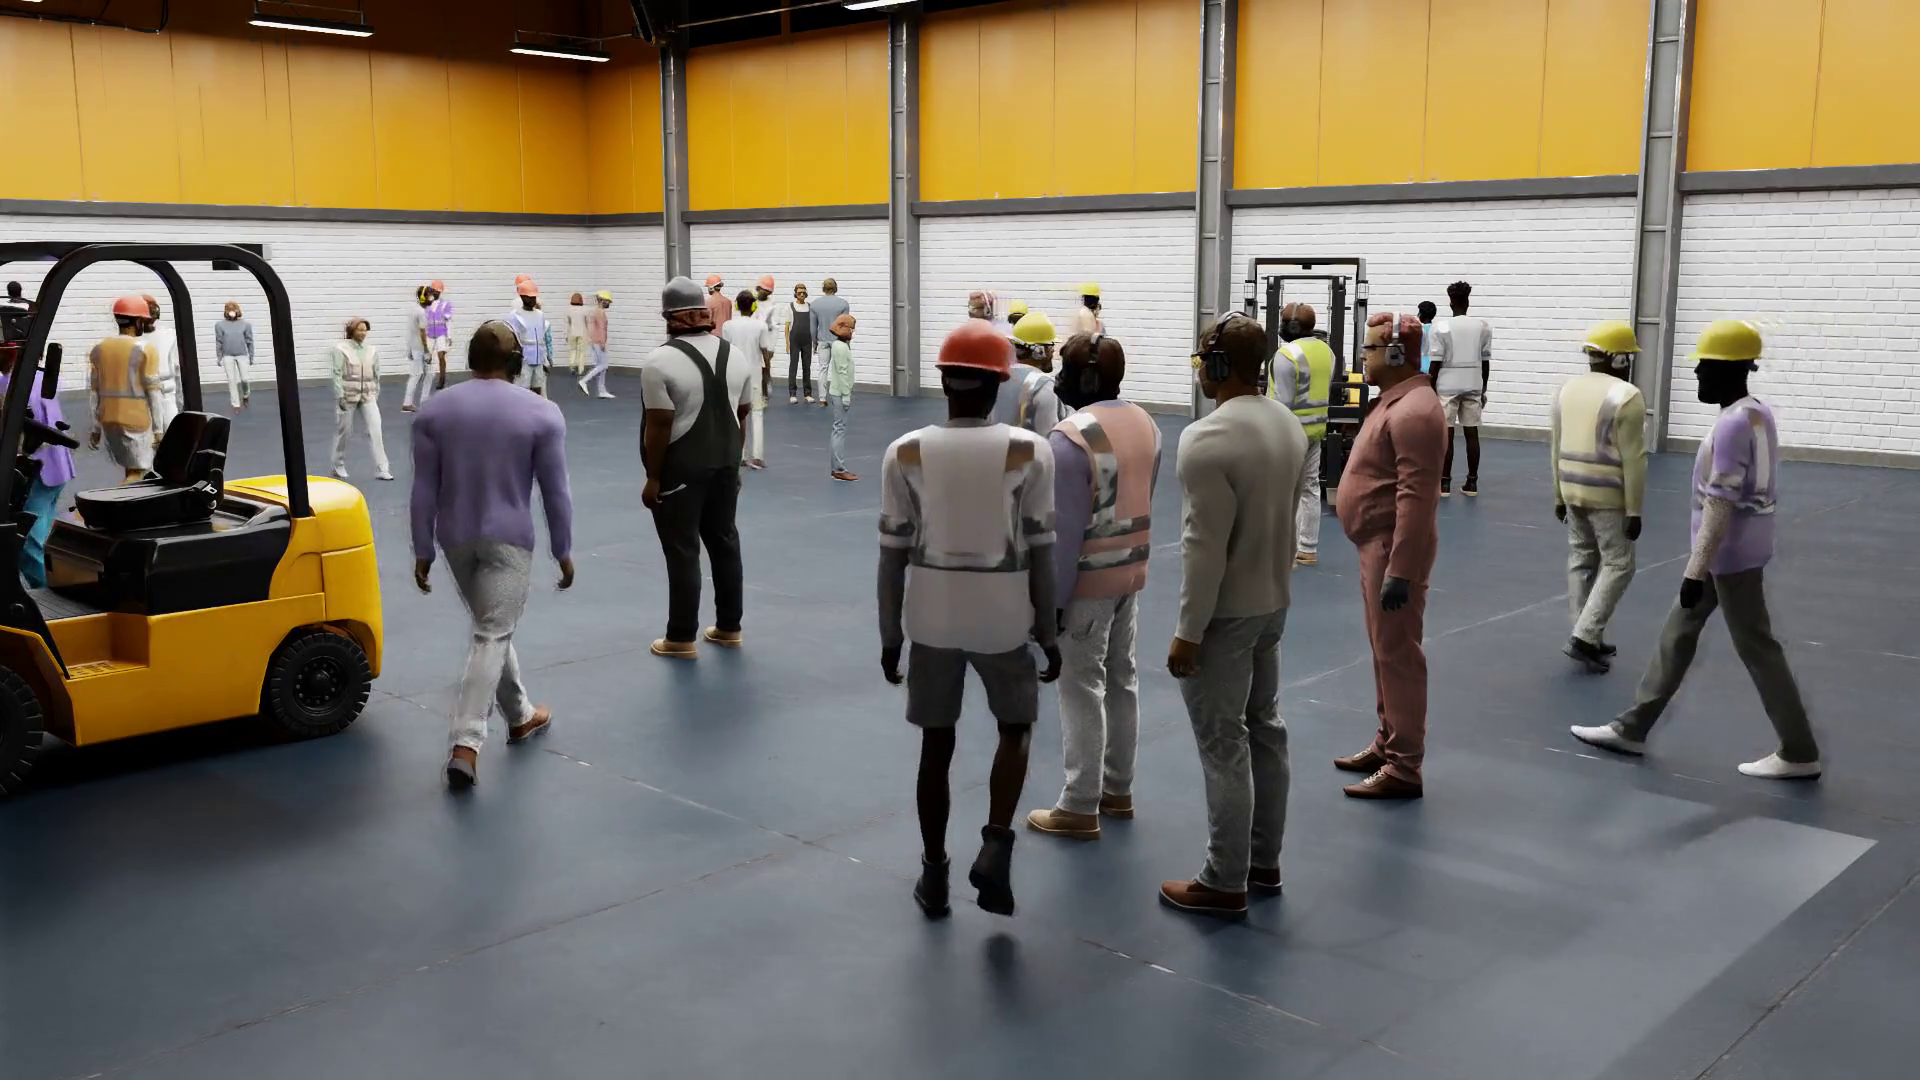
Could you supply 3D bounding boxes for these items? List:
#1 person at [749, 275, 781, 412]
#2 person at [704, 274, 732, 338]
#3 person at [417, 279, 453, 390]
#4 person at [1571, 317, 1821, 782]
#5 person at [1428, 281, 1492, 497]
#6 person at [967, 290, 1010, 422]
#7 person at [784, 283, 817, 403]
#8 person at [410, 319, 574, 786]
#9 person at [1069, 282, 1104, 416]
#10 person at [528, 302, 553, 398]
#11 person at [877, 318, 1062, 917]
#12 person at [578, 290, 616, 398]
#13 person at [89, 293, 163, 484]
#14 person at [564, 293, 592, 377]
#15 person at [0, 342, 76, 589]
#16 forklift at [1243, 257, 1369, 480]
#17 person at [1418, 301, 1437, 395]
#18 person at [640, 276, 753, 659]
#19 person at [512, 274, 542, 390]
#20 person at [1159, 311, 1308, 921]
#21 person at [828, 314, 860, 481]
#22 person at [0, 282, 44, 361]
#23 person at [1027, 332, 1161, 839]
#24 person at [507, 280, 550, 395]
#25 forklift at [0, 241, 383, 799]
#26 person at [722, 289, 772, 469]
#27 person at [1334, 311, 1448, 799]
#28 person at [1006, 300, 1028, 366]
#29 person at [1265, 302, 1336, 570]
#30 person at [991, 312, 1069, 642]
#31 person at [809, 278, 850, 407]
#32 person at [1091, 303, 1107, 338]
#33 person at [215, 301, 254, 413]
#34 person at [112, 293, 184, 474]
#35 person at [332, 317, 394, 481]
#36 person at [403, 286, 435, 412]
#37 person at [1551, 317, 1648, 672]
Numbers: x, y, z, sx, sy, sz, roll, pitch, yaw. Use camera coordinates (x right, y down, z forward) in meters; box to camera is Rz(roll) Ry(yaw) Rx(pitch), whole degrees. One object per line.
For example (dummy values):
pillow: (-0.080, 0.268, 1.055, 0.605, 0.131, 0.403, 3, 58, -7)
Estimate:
person: (-2.925, -2.826, 24.034, 0.698, 1.975, 0.896, 2, 9, 11)
person: (-3.778, -3.120, 25.811, 0.407, 1.987, 0.615, 6, 11, 32)
person: (-8.949, -3.491, 28.353, 0.608, 1.899, 0.518, -2, 9, -12)
person: (3.091, 0.037, 6.794, 0.980, 1.871, 0.607, 5, 10, 26)
person: (4.527, -1.369, 15.143, 0.608, 1.963, 0.374, -1, 9, -7)
person: (0.186, -1.163, 14.088, 0.442, 1.889, 0.667, -3, 10, -18)
person: (-2.458, -3.034, 25.711, 0.506, 1.846, 0.345, -4, 10, -25)
person: (-1.958, 0.030, 6.880, 0.641, 1.884, 1.065, 1, 9, 8)
person: (1.749, -2.384, 21.556, 0.791, 1.897, 0.609, 0, 9, -3)
person: (-5.942, -2.518, 23.182, 0.520, 1.637, 0.311, -4, 10, -24)
person: (0.025, 0.271, 5.217, 0.590, 1.918, 0.524, 1, 9, 8)
person: (-5.795, -3.121, 26.586, 0.551, 1.725, 0.590, -3, 10, -15)
person: (-6.205, -0.864, 12.269, 0.585, 1.902, 0.801, 3, 10, 16)
person: (-7.297, -3.914, 31.811, 0.502, 1.620, 0.347, 0, 9, 0)
person: (-4.939, -0.269, 8.871, 0.413, 1.829, 0.633, -3, 10, -16)
forklift: (3.309, -1.629, 16.029, 1.214, 2.155, 2.313, 2, 9, 11)
person: (5.586, -2.012, 19.921, 0.536, 1.692, 0.319, -6, 11, -34)
person: (-1.469, -0.396, 8.941, 0.535, 2.000, 0.684, 8, 12, 41)
person: (-6.719, -3.121, 25.785, 0.382, 1.995, 0.608, 5, 10, 28)
person: (0.875, 0.242, 5.341, 0.354, 1.938, 0.636, 7, 12, 38)
person: (-1.145, -1.400, 16.339, 0.279, 1.633, 0.499, -1, 9, -9)
person: (-13.515, -2.751, 23.881, 0.632, 1.872, 0.963, -7, 12, -38)
person: (0.473, 0.165, 6.108, 0.429, 1.843, 0.633, 6, 11, 34)
person: (-5.174, -2.156, 20.049, 0.373, 1.934, 0.551, 6, 11, 34)
forklift: (-3.706, -0.171, 7.093, 1.214, 2.155, 2.313, 9, 13, 43)
person: (-2.210, -1.668, 17.286, 0.532, 1.872, 0.320, 1, 9, 9)
person: (1.680, 0.060, 6.556, 0.403, 1.905, 0.651, 1, 9, 8)
person: (0.571, -1.460, 16.304, 0.524, 1.769, 0.316, -1, 9, -4)
person: (2.312, -0.714, 11.500, 0.429, 1.842, 0.633, 8, 12, 42)
person: (0.409, -0.352, 9.305, 0.403, 1.833, 0.590, -6, 11, -31)
person: (-1.935, -2.955, 24.943, 0.630, 1.940, 0.372, 2, 9, 10)
person: (1.909, -2.528, 23.324, 0.549, 1.595, 0.820, -8, 12, -42)
person: (-10.434, -2.631, 23.938, 0.505, 1.622, 0.407, -4, 10, -21)
person: (-6.919, -1.176, 14.283, 0.632, 1.856, 0.519, -8, 13, -42)
person: (-5.947, -1.395, 16.397, 0.517, 1.602, 0.814, -9, 13, -43)
person: (-7.792, -2.748, 24.022, 0.644, 1.821, 0.514, -3, 10, -17)
person: (3.324, -0.241, 8.657, 0.467, 1.830, 0.608, -4, 10, -24)
